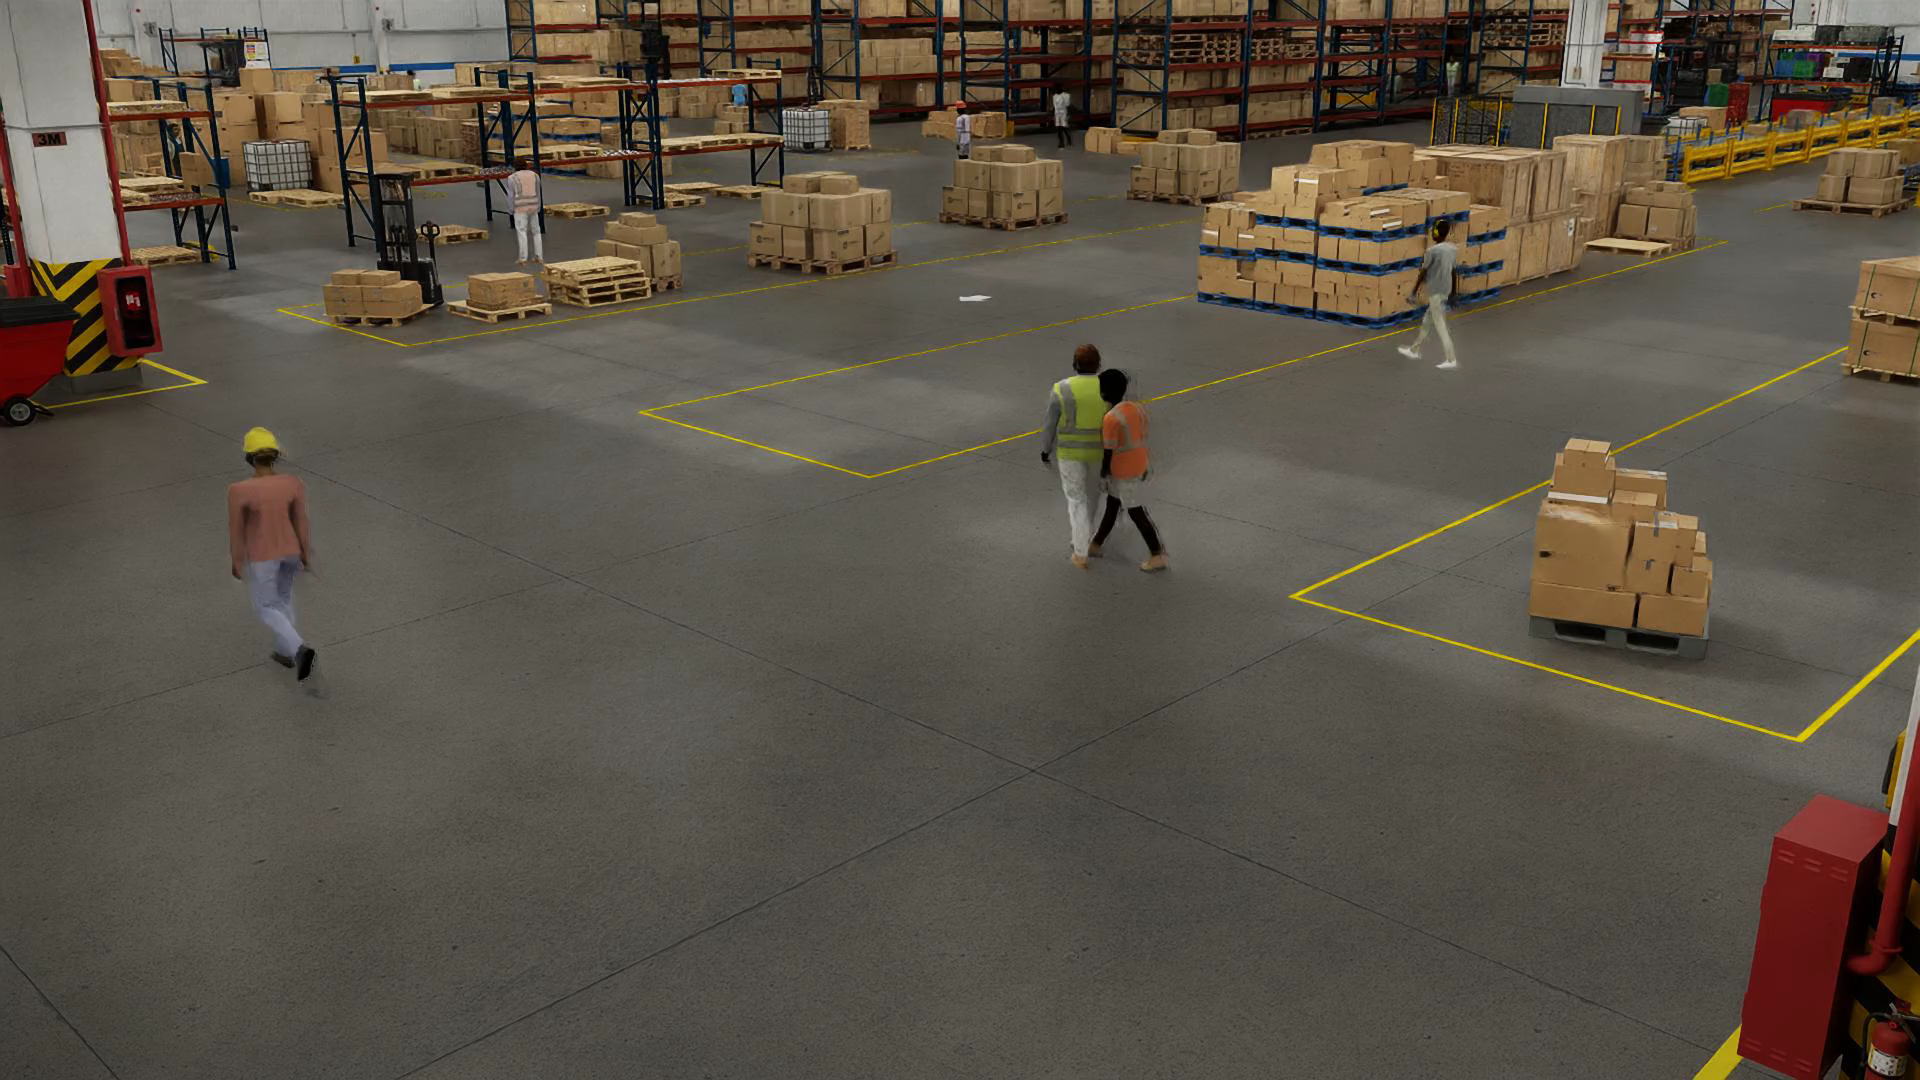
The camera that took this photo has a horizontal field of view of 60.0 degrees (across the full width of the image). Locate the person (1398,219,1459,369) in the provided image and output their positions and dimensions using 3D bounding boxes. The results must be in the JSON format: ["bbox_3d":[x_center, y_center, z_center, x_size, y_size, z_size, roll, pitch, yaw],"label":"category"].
[{"bbox_3d":[5.914,-3.062,20.681,0.508,1.818,0.999,-14,23,-37],"label":"person"}]

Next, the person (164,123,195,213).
[{"bbox_3d":[-16.452,-7.838,35.013,0.345,1.846,0.508,3,19,8],"label":"person"}]

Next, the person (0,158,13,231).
[{"bbox_3d":[-18.628,-6.987,32.303,0.372,1.940,0.631,-10,21,-27],"label":"person"}]

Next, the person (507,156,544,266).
[{"bbox_3d":[-7.406,-5.597,28.291,0.431,1.835,0.624,17,25,41],"label":"person"}]

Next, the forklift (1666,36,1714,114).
[{"bbox_3d":[27.341,-17.291,61.877,1.129,2.768,1.873,17,25,41],"label":"forklift"}]

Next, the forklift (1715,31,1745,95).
[{"bbox_3d":[31.998,-19.792,69.413,1.129,2.768,1.873,17,25,41],"label":"forklift"}]

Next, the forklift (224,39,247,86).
[{"bbox_3d":[-25.527,-16.311,58.924,1.129,2.768,1.873,17,25,41],"label":"forklift"}]

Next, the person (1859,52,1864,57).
[{"bbox_3d":[38.701,-20.042,71.678,0.765,1.924,0.428,-14,23,-35],"label":"person"}]

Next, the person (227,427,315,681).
[{"bbox_3d":[-4.620,0.101,11.254,0.676,1.738,0.522,14,23,36],"label":"person"}]

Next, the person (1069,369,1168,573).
[{"bbox_3d":[1.317,-0.562,13.381,0.896,1.642,0.560,8,20,22],"label":"person"}]

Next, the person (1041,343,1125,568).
[{"bbox_3d":[0.980,-0.730,13.652,0.627,1.805,0.839,-4,19,-13],"label":"person"}]

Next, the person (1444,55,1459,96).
[{"bbox_3d":[20.806,-19.595,70.465,0.593,1.819,0.503,13,22,34],"label":"person"}]

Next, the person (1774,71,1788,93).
[{"bbox_3d":[32.735,-18.200,66.283,0.607,1.819,0.457,12,22,33],"label":"person"}]

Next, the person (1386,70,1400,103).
[{"bbox_3d":[16.569,-17.260,63.724,0.432,1.624,0.518,-14,23,-37],"label":"person"}]

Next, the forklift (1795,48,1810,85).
[{"bbox_3d":[40.906,-23.065,79.274,1.129,2.768,1.873,17,25,41],"label":"forklift"}]

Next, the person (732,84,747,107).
[{"bbox_3d":[-7.489,-14.888,56.486,0.539,1.695,0.318,-7,20,-21],"label":"person"}]

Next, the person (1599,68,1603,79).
[{"bbox_3d":[22.298,-15.540,58.148,0.636,1.900,0.399,13,23,35],"label":"person"}]

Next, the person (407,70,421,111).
[{"bbox_3d":[-18.657,-15.041,56.692,1.024,1.865,0.614,11,22,31],"label":"person"}]

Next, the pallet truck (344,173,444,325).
[{"bbox_3d":[-8.209,-4.181,23.757,0.823,1.965,1.885,3,19,9],"label":"pallet truck"}]

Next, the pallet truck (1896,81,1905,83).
[{"bbox_3d":[34.802,-16.331,61.455,0.653,1.274,1.630,17,25,41],"label":"pallet truck"}]

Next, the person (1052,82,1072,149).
[{"bbox_3d":[2.973,-12.463,48.806,0.654,1.935,0.540,16,24,39],"label":"person"}]

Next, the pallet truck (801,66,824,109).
[{"bbox_3d":[-4.812,-15.182,56.903,0.823,1.965,1.885,-9,21,-26],"label":"pallet truck"}]

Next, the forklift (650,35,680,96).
[{"bbox_3d":[-11.418,-17.851,63.565,1.129,2.768,1.873,17,25,41],"label":"forklift"}]

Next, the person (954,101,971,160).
[{"bbox_3d":[0.043,-9.734,40.606,0.394,1.929,0.541,9,20,25],"label":"person"}]
